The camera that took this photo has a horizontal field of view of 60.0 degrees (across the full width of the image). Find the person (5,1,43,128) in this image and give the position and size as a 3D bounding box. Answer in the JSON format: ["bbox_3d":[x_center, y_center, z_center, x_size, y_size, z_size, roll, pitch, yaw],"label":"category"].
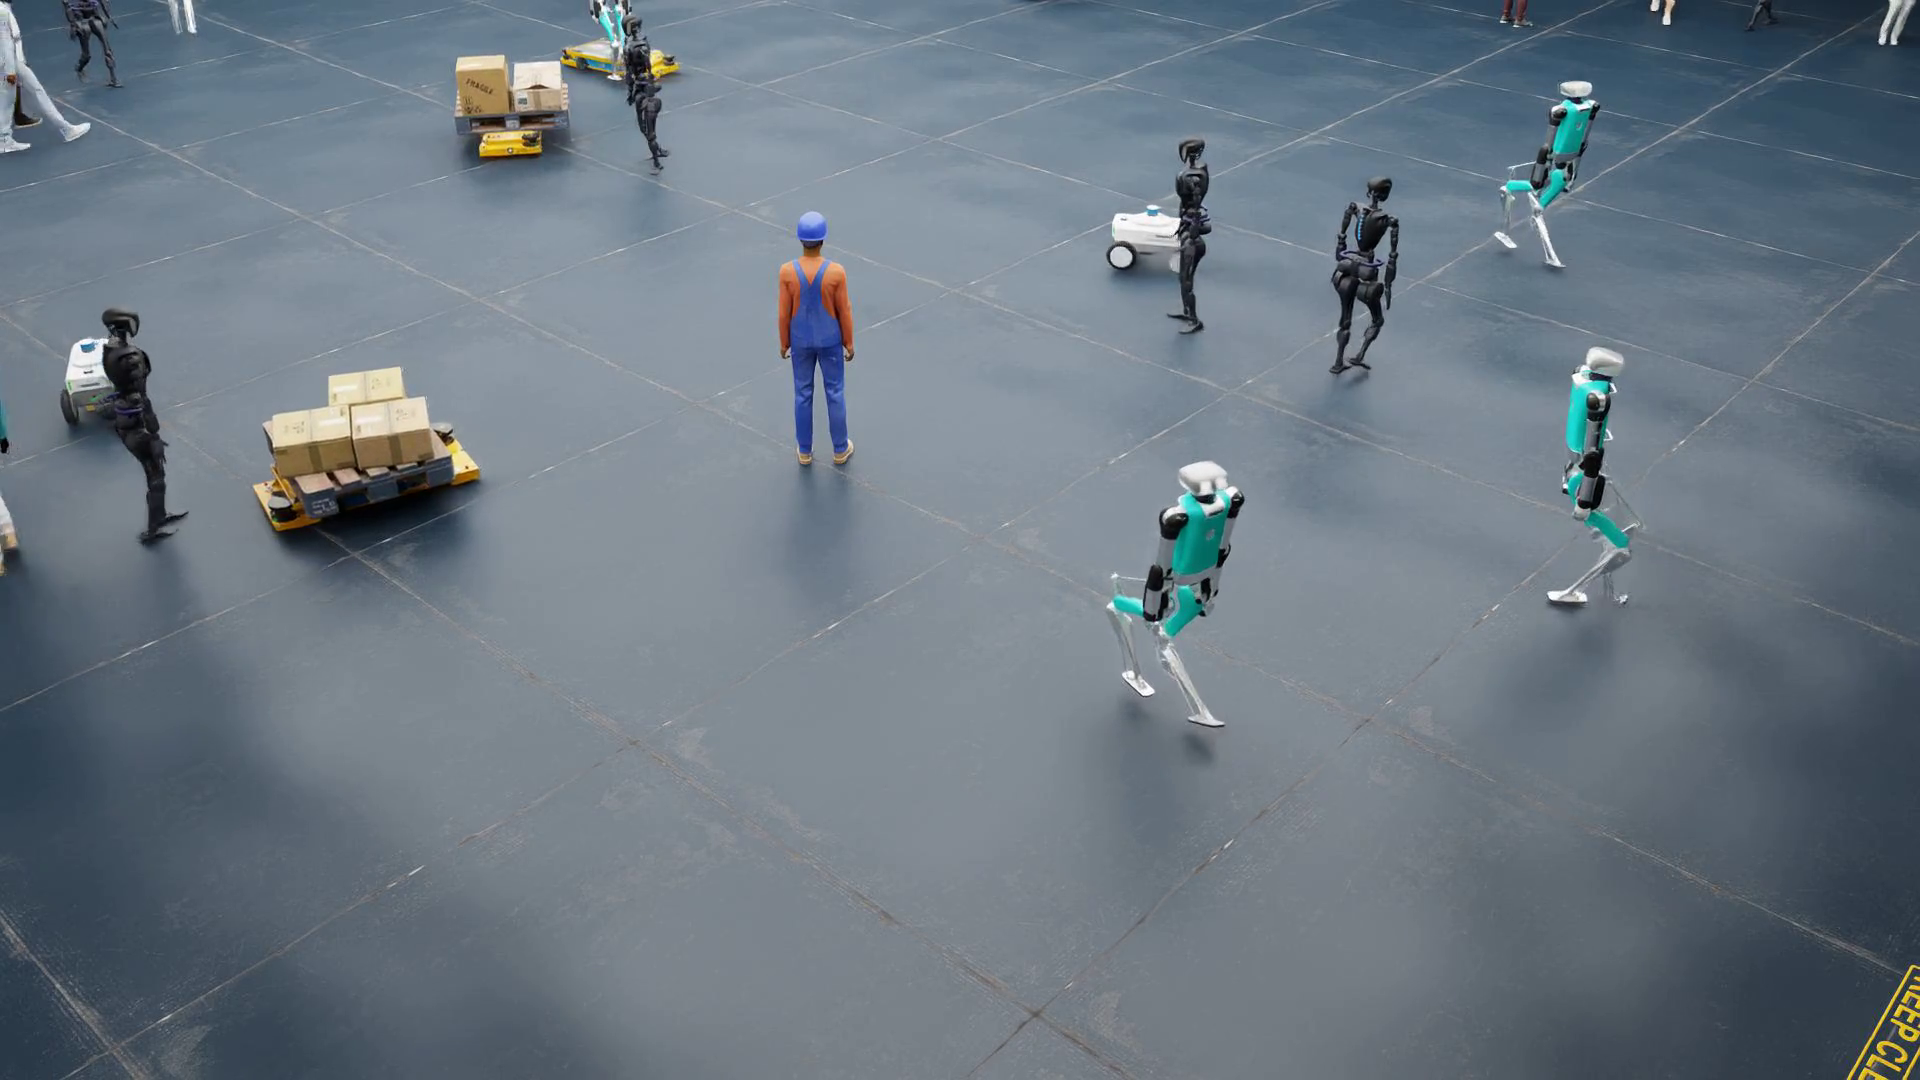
[{"bbox_3d":[-10.683,-5.540,18.501,0.661,1.935,0.523,21,38,30],"label":"person"}]

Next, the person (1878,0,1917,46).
[{"bbox_3d":[12.245,-7.168,21.419,0.529,1.607,0.510,11,34,18],"label":"person"}]

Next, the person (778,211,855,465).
[{"bbox_3d":[-1.026,-1.427,11.897,0.537,1.908,0.357,0,32,0],"label":"person"}]

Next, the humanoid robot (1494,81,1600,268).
[{"bbox_3d":[5.304,-3.396,15.267,0.533,1.761,1.013,-16,35,-24],"label":"humanoid robot"}]

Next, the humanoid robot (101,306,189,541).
[{"bbox_3d":[-5.495,-0.785,11.095,0.482,1.643,0.616,-26,40,-35],"label":"humanoid robot"}]

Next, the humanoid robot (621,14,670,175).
[{"bbox_3d":[-3.247,-4.668,17.341,0.455,1.647,0.599,-20,37,-29],"label":"humanoid robot"}]

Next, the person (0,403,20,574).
[{"bbox_3d":[-6.474,-0.619,10.678,0.483,1.821,0.632,19,37,28],"label":"person"}]

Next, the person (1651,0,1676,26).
[{"bbox_3d":[9.695,-8.002,22.552,0.522,1.843,0.840,8,33,12],"label":"person"}]

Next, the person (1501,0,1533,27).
[{"bbox_3d":[7.607,-7.822,22.294,0.380,1.806,0.549,-16,35,-23],"label":"person"}]

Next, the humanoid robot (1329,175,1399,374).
[{"bbox_3d":[3.187,-2.107,13.216,0.339,1.648,0.600,-26,40,-35],"label":"humanoid robot"}]

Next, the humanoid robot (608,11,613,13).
[{"bbox_3d":[-5.096,-8.179,22.929,0.596,1.764,0.884,9,33,14],"label":"humanoid robot"}]

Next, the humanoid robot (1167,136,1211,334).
[{"bbox_3d":[1.939,-2.594,13.991,0.306,1.646,0.612,-1,32,-2],"label":"humanoid robot"}]

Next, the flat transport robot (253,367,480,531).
[{"bbox_3d":[-4.245,-0.459,11.893,1.431,0.231,0.659,-19,36,-27],"label":"flat transport robot"}]

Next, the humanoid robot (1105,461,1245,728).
[{"bbox_3d":[1.150,0.260,9.345,0.537,1.726,0.993,-20,37,-29],"label":"humanoid robot"}]

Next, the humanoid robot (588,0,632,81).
[{"bbox_3d":[-4.161,-6.295,19.952,0.533,1.823,0.819,-10,33,-16],"label":"humanoid robot"}]

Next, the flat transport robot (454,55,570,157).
[{"bbox_3d":[-4.961,-4.611,18.579,0.659,0.231,1.431,-6,32,-10],"label":"flat transport robot"}]

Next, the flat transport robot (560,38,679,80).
[{"bbox_3d":[-4.282,-6.020,20.848,1.431,0.231,0.659,20,37,29],"label":"flat transport robot"}]

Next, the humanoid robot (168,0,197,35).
[{"bbox_3d":[-10.352,-7.487,21.851,0.542,1.831,0.723,-8,33,-13],"label":"humanoid robot"}]

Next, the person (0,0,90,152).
[{"bbox_3d":[-10.165,-5.172,17.975,0.982,1.859,0.601,-25,40,-34],"label":"person"}]

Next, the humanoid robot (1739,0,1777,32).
[{"bbox_3d":[10.848,-7.638,22.165,0.771,1.635,0.591,-14,34,-21],"label":"humanoid robot"}]

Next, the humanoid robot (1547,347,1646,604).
[{"bbox_3d":[4.063,-0.292,10.325,0.772,1.898,0.551,4,32,6],"label":"humanoid robot"}]

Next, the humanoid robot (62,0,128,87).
[{"bbox_3d":[-10.489,-6.269,19.949,0.718,1.640,0.598,17,36,25],"label":"humanoid robot"}]

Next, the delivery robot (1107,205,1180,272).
[{"bbox_3d":[1.741,-2.793,15.397,0.807,0.613,0.499,7,33,11],"label":"delivery robot"}]

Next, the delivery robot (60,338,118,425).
[{"bbox_3d":[-6.706,-1.250,12.914,0.499,0.614,0.792,-11,33,-17],"label":"delivery robot"}]
